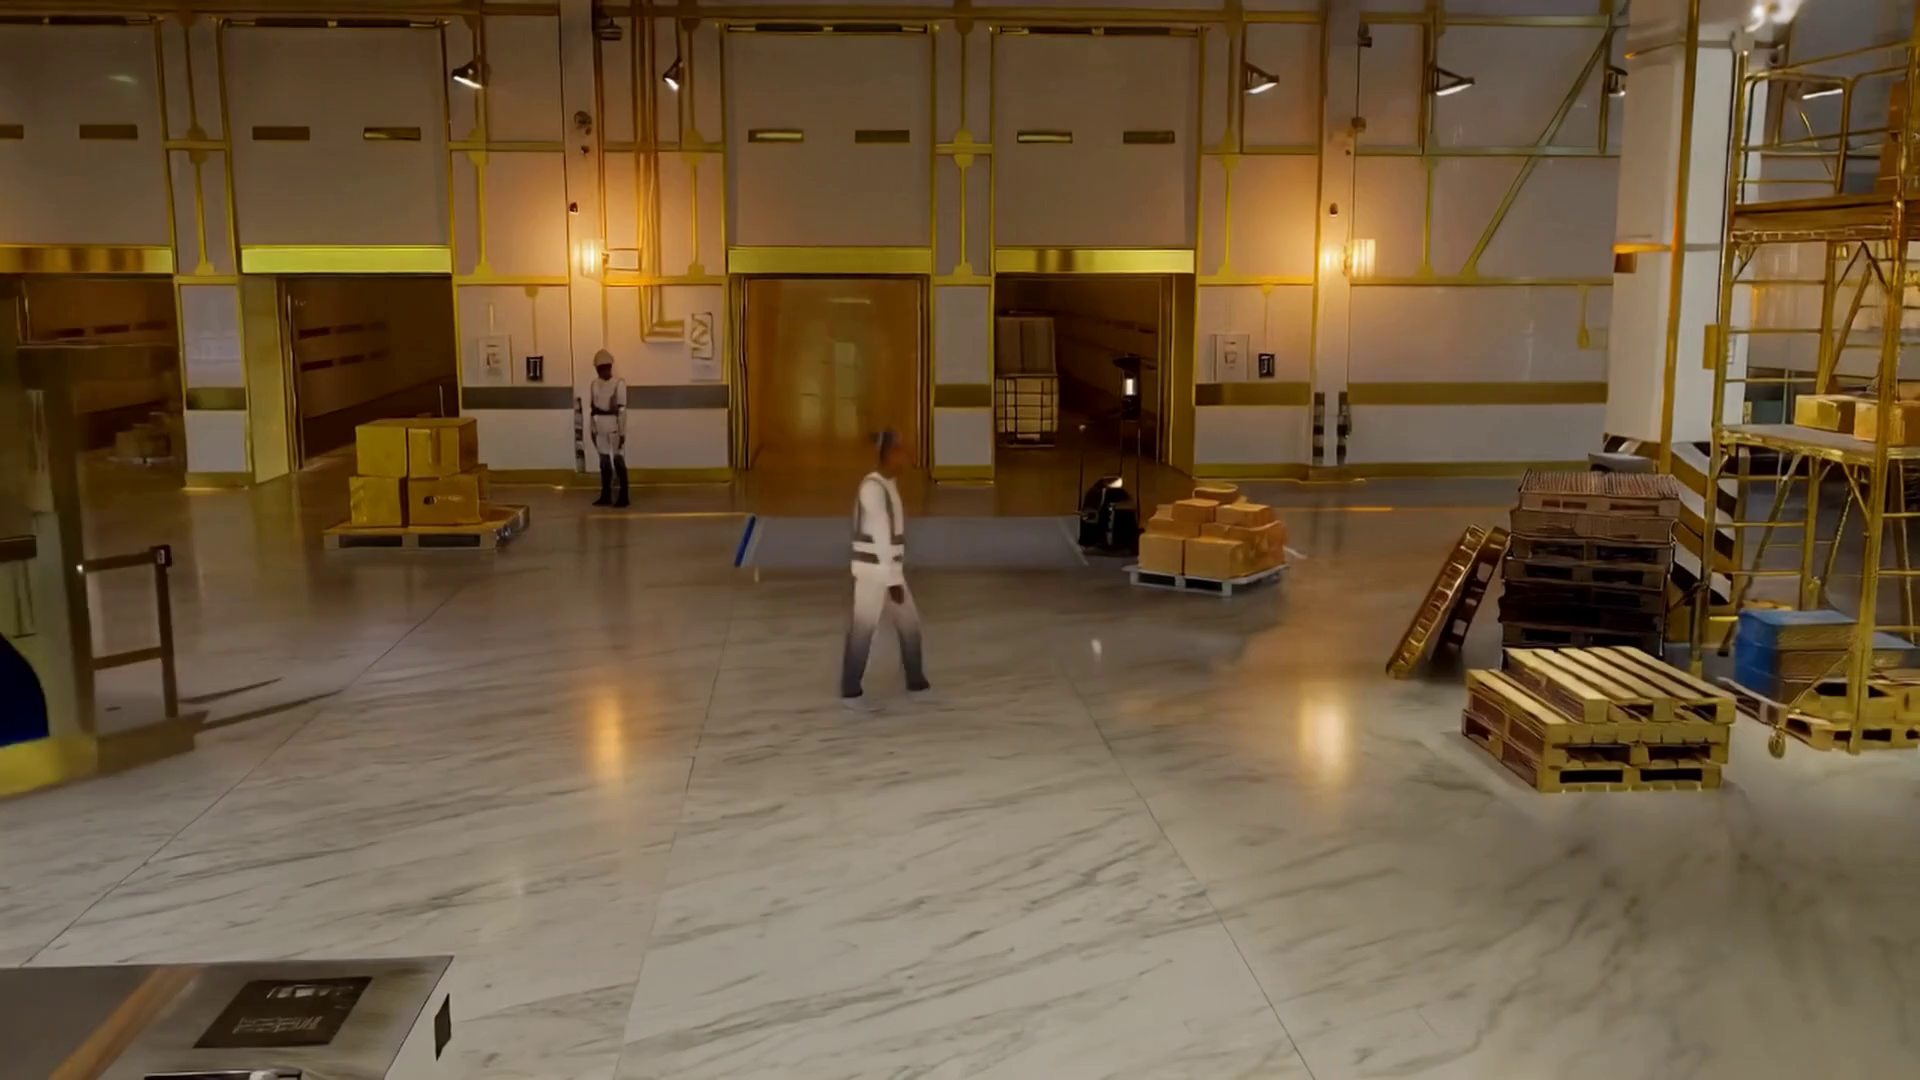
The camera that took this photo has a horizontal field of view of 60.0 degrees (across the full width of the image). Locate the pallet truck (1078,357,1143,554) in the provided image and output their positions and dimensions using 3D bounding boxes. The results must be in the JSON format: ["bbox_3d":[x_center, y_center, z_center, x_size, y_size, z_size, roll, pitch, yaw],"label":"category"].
[{"bbox_3d":[2.088,-0.836,16.757,1.885,1.965,0.823,2,9,13],"label":"pallet truck"}]

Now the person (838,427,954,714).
[{"bbox_3d":[-0.404,0.214,10.609,0.855,1.849,0.574,2,9,10],"label":"person"}]

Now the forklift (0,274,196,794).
[{"bbox_3d":[-5.454,-0.050,9.058,1.129,2.768,1.873,6,11,33],"label":"forklift"}]

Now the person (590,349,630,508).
[{"bbox_3d":[-4.287,-1.348,20.208,0.543,1.928,0.392,5,11,31],"label":"person"}]
